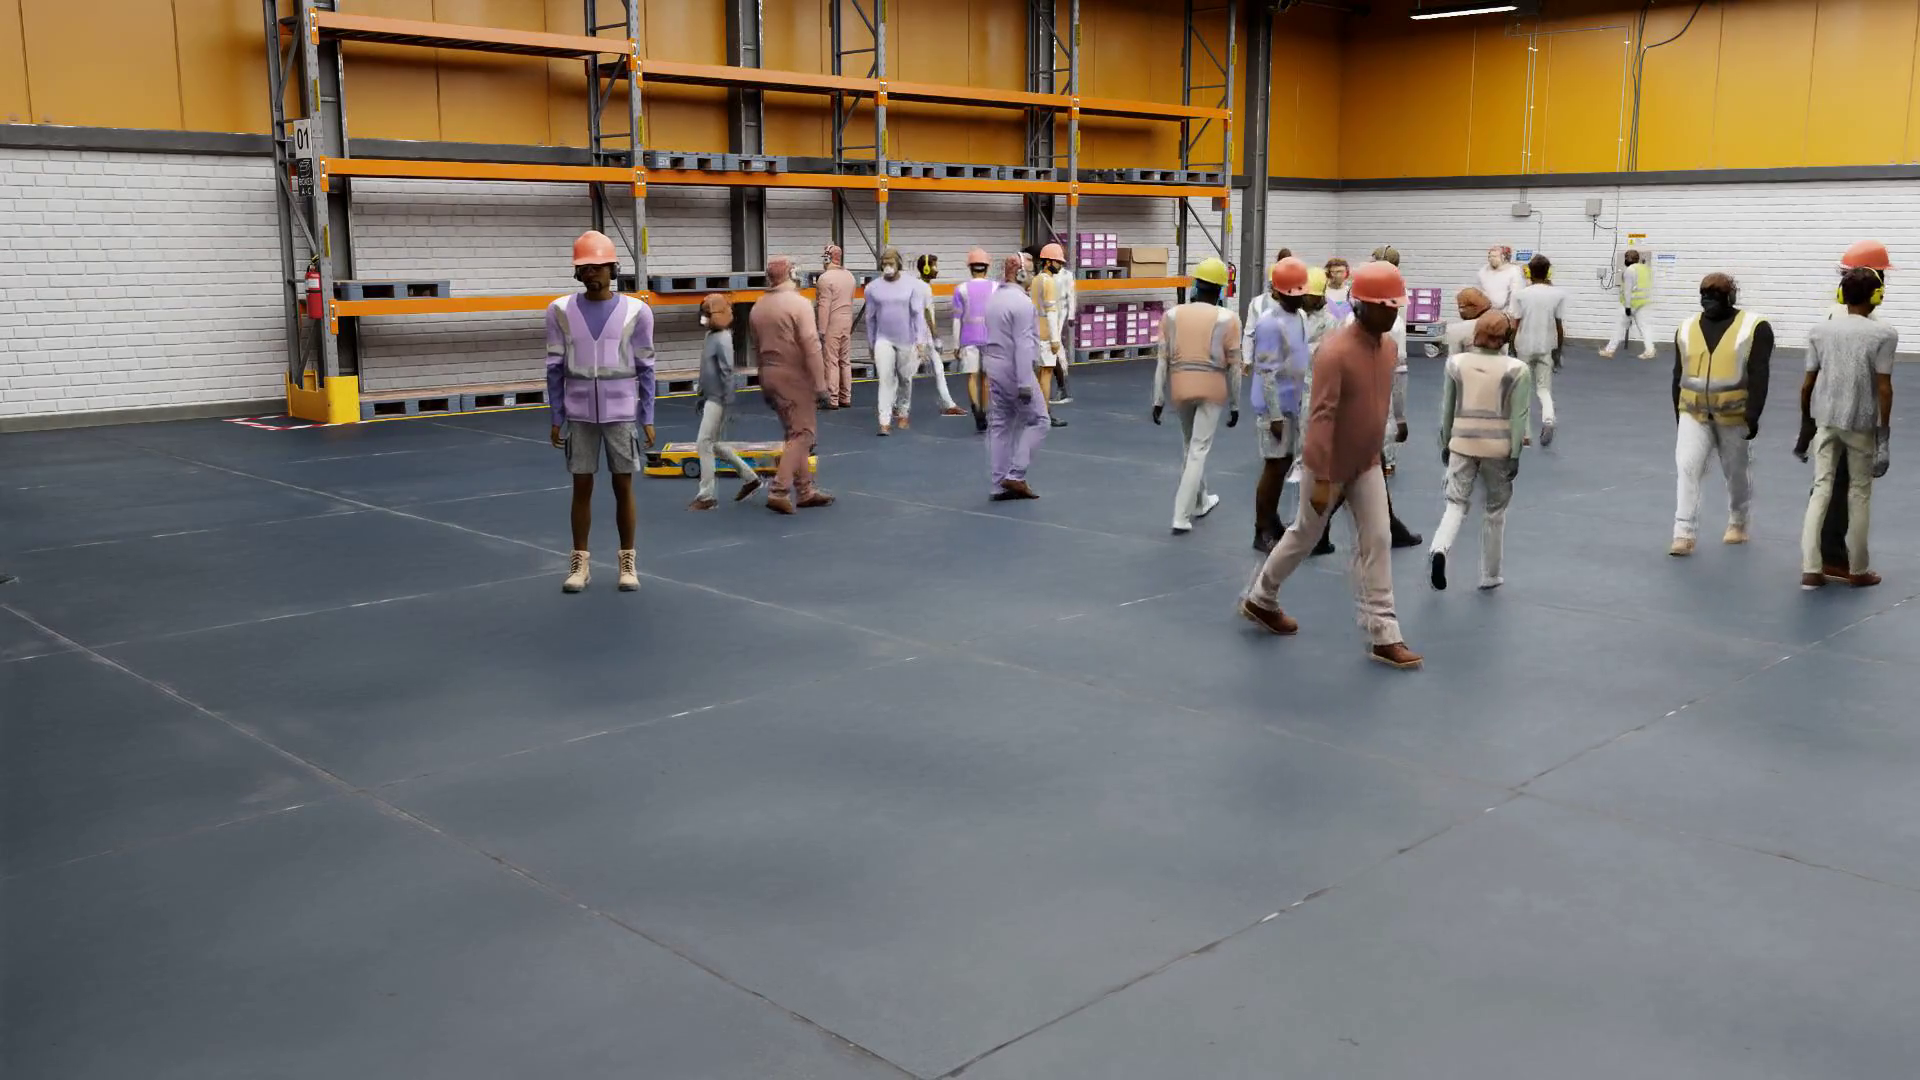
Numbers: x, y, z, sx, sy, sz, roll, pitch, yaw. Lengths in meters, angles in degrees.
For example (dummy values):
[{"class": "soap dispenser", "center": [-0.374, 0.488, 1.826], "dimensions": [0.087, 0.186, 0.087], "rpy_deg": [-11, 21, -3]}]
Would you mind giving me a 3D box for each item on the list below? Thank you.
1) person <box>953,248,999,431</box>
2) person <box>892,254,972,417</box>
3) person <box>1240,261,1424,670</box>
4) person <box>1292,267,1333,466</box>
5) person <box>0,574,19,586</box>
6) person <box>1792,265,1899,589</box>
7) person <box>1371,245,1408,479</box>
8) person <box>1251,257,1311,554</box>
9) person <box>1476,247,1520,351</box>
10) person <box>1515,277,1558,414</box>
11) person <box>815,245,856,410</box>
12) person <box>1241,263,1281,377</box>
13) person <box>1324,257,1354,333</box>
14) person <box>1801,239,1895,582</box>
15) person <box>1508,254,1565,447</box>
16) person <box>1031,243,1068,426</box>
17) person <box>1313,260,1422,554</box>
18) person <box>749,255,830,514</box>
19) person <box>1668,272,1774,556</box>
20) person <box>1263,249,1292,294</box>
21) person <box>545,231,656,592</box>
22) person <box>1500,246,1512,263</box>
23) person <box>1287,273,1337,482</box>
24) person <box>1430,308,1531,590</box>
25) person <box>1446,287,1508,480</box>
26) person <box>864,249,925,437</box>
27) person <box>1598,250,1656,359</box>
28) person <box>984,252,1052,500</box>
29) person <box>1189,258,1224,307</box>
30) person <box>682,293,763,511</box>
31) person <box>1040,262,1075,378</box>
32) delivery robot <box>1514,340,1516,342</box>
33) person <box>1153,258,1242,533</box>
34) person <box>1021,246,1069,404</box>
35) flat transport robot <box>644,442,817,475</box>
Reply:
[{"class": "person", "center": [0.203, -2.067, 17.246], "dimensions": [0.546, 1.898, 0.880], "rpy_deg": [-1, 10, -5]}, {"class": "person", "center": [-0.412, -2.267, 18.533], "dimensions": [1.004, 1.827, 0.526], "rpy_deg": [0, 10, 0]}, {"class": "person", "center": [1.789, -0.387, 8.047], "dimensions": [0.625, 1.915, 1.082], "rpy_deg": [-7, 13, -35]}, {"class": "person", "center": [3.144, -1.495, 14.478], "dimensions": [0.483, 1.751, 0.542], "rpy_deg": [0, 10, -2]}, {"class": "person", "center": [-5.895, -0.590, 9.417], "dimensions": [0.770, 1.810, 0.598], "rpy_deg": [-7, 12, -32]}, {"class": "person", "center": [5.074, -0.635, 9.531], "dimensions": [0.477, 1.867, 0.567], "rpy_deg": [-9, 13, -39]}, {"class": "person", "center": [3.522, -1.475, 13.866], "dimensions": [0.373, 1.940, 0.628], "rpy_deg": [5, 12, 26]}, {"class": "person", "center": [2.087, -0.863, 10.690], "dimensions": [0.462, 1.889, 0.744], "rpy_deg": [7, 12, 32]}, {"class": "person", "center": [7.704, -3.272, 23.927], "dimensions": [0.655, 1.848, 1.033], "rpy_deg": [6, 12, 30]}, {"class": "person", "center": [6.552, -2.220, 18.824], "dimensions": [0.524, 1.598, 0.700], "rpy_deg": [0, 10, 2]}, {"class": "person", "center": [-1.485, -2.472, 19.391], "dimensions": [0.409, 1.907, 0.650], "rpy_deg": [6, 12, 28]}, {"class": "person", "center": [2.862, -1.629, 15.122], "dimensions": [0.601, 1.775, 0.951], "rpy_deg": [5, 11, 25]}, {"class": "person", "center": [3.659, -1.866, 16.322], "dimensions": [0.568, 1.821, 0.757], "rpy_deg": [0, 10, -2]}, {"class": "person", "center": [5.222, -0.754, 9.771], "dimensions": [0.370, 1.996, 0.622], "rpy_deg": [2, 11, 11]}, {"class": "person", "center": [5.445, -1.773, 15.735], "dimensions": [0.527, 1.853, 0.634], "rpy_deg": [1, 10, 4]}, {"class": "person", "center": [0.942, -2.175, 17.704], "dimensions": [0.376, 1.933, 0.544], "rpy_deg": [-3, 11, -14]}, {"class": "person", "center": [2.564, -0.837, 10.600], "dimensions": [0.979, 1.871, 0.561], "rpy_deg": [-5, 11, -24]}, {"class": "person", "center": [-1.209, -1.117, 12.184], "dimensions": [0.550, 1.903, 0.668], "rpy_deg": [-8, 13, -37]}, {"class": "person", "center": [4.893, -0.822, 10.714], "dimensions": [0.623, 1.807, 0.952], "rpy_deg": [9, 14, 40]}, {"class": "person", "center": [5.200, -3.748, 26.647], "dimensions": [0.623, 1.794, 0.963], "rpy_deg": [6, 12, 28]}, {"class": "person", "center": [-2.032, -0.715, 9.432], "dimensions": [0.606, 2.045, 0.389], "rpy_deg": [-1, 10, -4]}, {"class": "person", "center": [9.540, -4.241, 29.251], "dimensions": [0.996, 1.828, 0.585], "rpy_deg": [0, 10, 1]}, {"class": "person", "center": [2.891, -1.350, 13.809], "dimensions": [0.502, 1.718, 0.601], "rpy_deg": [10, 14, 43]}, {"class": "person", "center": [2.916, -0.491, 9.372], "dimensions": [0.517, 1.614, 0.646], "rpy_deg": [7, 12, 33]}, {"class": "person", "center": [4.231, -1.266, 13.654], "dimensions": [0.548, 1.605, 0.415], "rpy_deg": [-1, 10, -6]}, {"class": "person", "center": [-0.670, -2.028, 17.064], "dimensions": [0.633, 1.892, 1.029], "rpy_deg": [1, 10, 4]}, {"class": "person", "center": [11.095, -3.875, 27.400], "dimensions": [0.633, 1.783, 0.964], "rpy_deg": [-7, 12, -32]}, {"class": "person", "center": [0.450, -1.232, 12.658], "dimensions": [0.467, 1.887, 0.673], "rpy_deg": [-5, 11, -25]}, {"class": "person", "center": [3.860, -3.558, 25.963], "dimensions": [0.533, 1.672, 0.762], "rpy_deg": [5, 12, 27]}, {"class": "person", "center": [-1.784, -1.016, 12.296], "dimensions": [0.554, 1.618, 0.515], "rpy_deg": [-3, 11, -18]}, {"class": "person", "center": [1.291, -3.176, 23.404], "dimensions": [0.573, 1.833, 0.988], "rpy_deg": [8, 13, 38]}, {"class": "delivery robot", "center": [9.471, -3.391, 27.832], "dimensions": [0.707, 0.478, 0.477], "rpy_deg": [5, 11, 25]}, {"class": "person", "center": [1.676, -1.011, 11.539], "dimensions": [0.598, 1.860, 1.009], "rpy_deg": [6, 12, 28]}, {"class": "person", "center": [0.897, -2.544, 19.837], "dimensions": [1.057, 1.898, 0.608], "rpy_deg": [-8, 13, -38]}, {"class": "flat transport robot", "center": [-1.946, -0.703, 14.207], "dimensions": [1.431, 0.197, 0.652], "rpy_deg": [-1, 10, -5]}]
